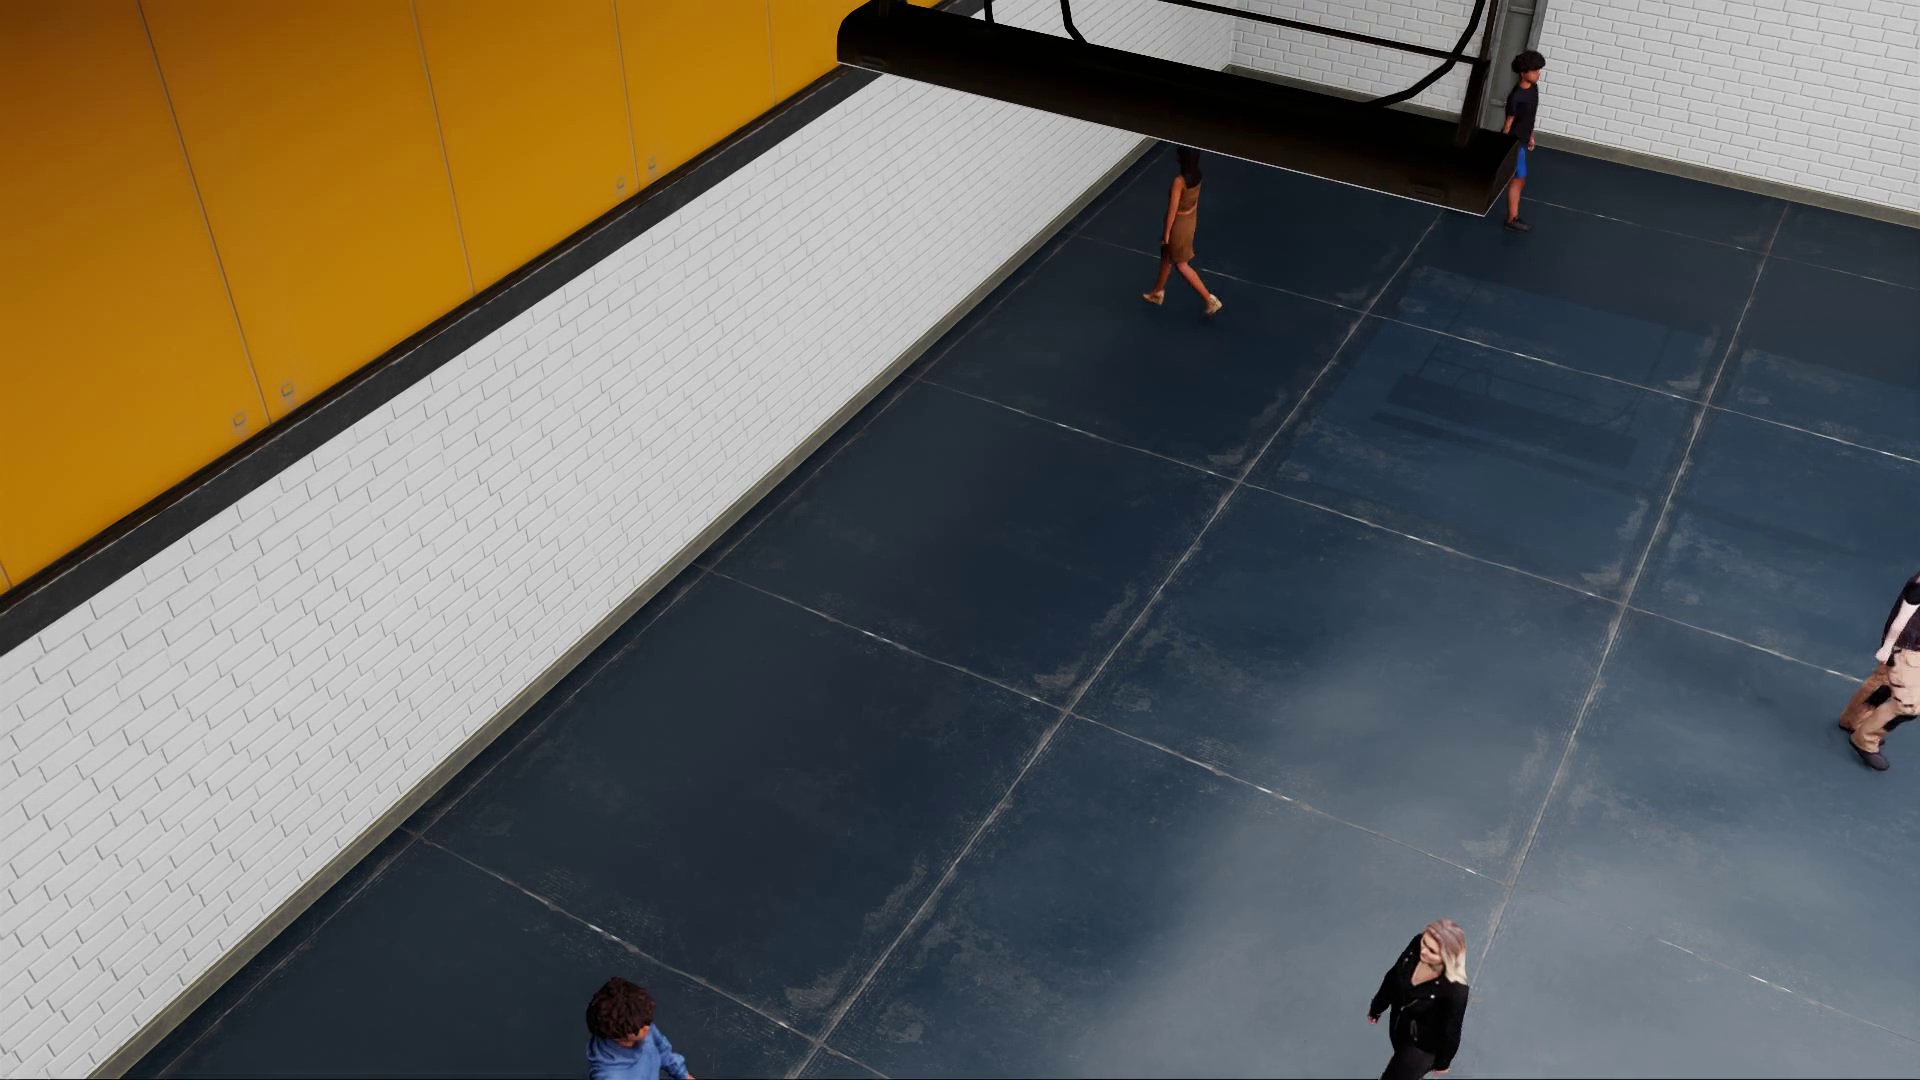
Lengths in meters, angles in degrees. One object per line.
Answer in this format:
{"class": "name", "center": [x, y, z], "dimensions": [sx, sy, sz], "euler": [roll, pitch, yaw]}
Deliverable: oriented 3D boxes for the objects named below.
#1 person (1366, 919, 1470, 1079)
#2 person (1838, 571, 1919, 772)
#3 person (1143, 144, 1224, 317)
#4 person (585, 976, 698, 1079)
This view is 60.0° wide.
{"class": "person", "center": [2.353, 2.424, 8.275], "dimensions": [0.842, 1.669, 0.782], "euler": [-10, 40, -12]}
{"class": "person", "center": [5.903, 0.582, 10.460], "dimensions": [0.778, 1.822, 0.789], "euler": [-28, 46, -30]}
{"class": "person", "center": [2.014, -2.711, 14.712], "dimensions": [1.018, 1.660, 0.571], "euler": [21, 43, 24]}
{"class": "person", "center": [-1.658, 2.678, 7.878], "dimensions": [1.182, 1.768, 0.995], "euler": [1, 39, 2]}
